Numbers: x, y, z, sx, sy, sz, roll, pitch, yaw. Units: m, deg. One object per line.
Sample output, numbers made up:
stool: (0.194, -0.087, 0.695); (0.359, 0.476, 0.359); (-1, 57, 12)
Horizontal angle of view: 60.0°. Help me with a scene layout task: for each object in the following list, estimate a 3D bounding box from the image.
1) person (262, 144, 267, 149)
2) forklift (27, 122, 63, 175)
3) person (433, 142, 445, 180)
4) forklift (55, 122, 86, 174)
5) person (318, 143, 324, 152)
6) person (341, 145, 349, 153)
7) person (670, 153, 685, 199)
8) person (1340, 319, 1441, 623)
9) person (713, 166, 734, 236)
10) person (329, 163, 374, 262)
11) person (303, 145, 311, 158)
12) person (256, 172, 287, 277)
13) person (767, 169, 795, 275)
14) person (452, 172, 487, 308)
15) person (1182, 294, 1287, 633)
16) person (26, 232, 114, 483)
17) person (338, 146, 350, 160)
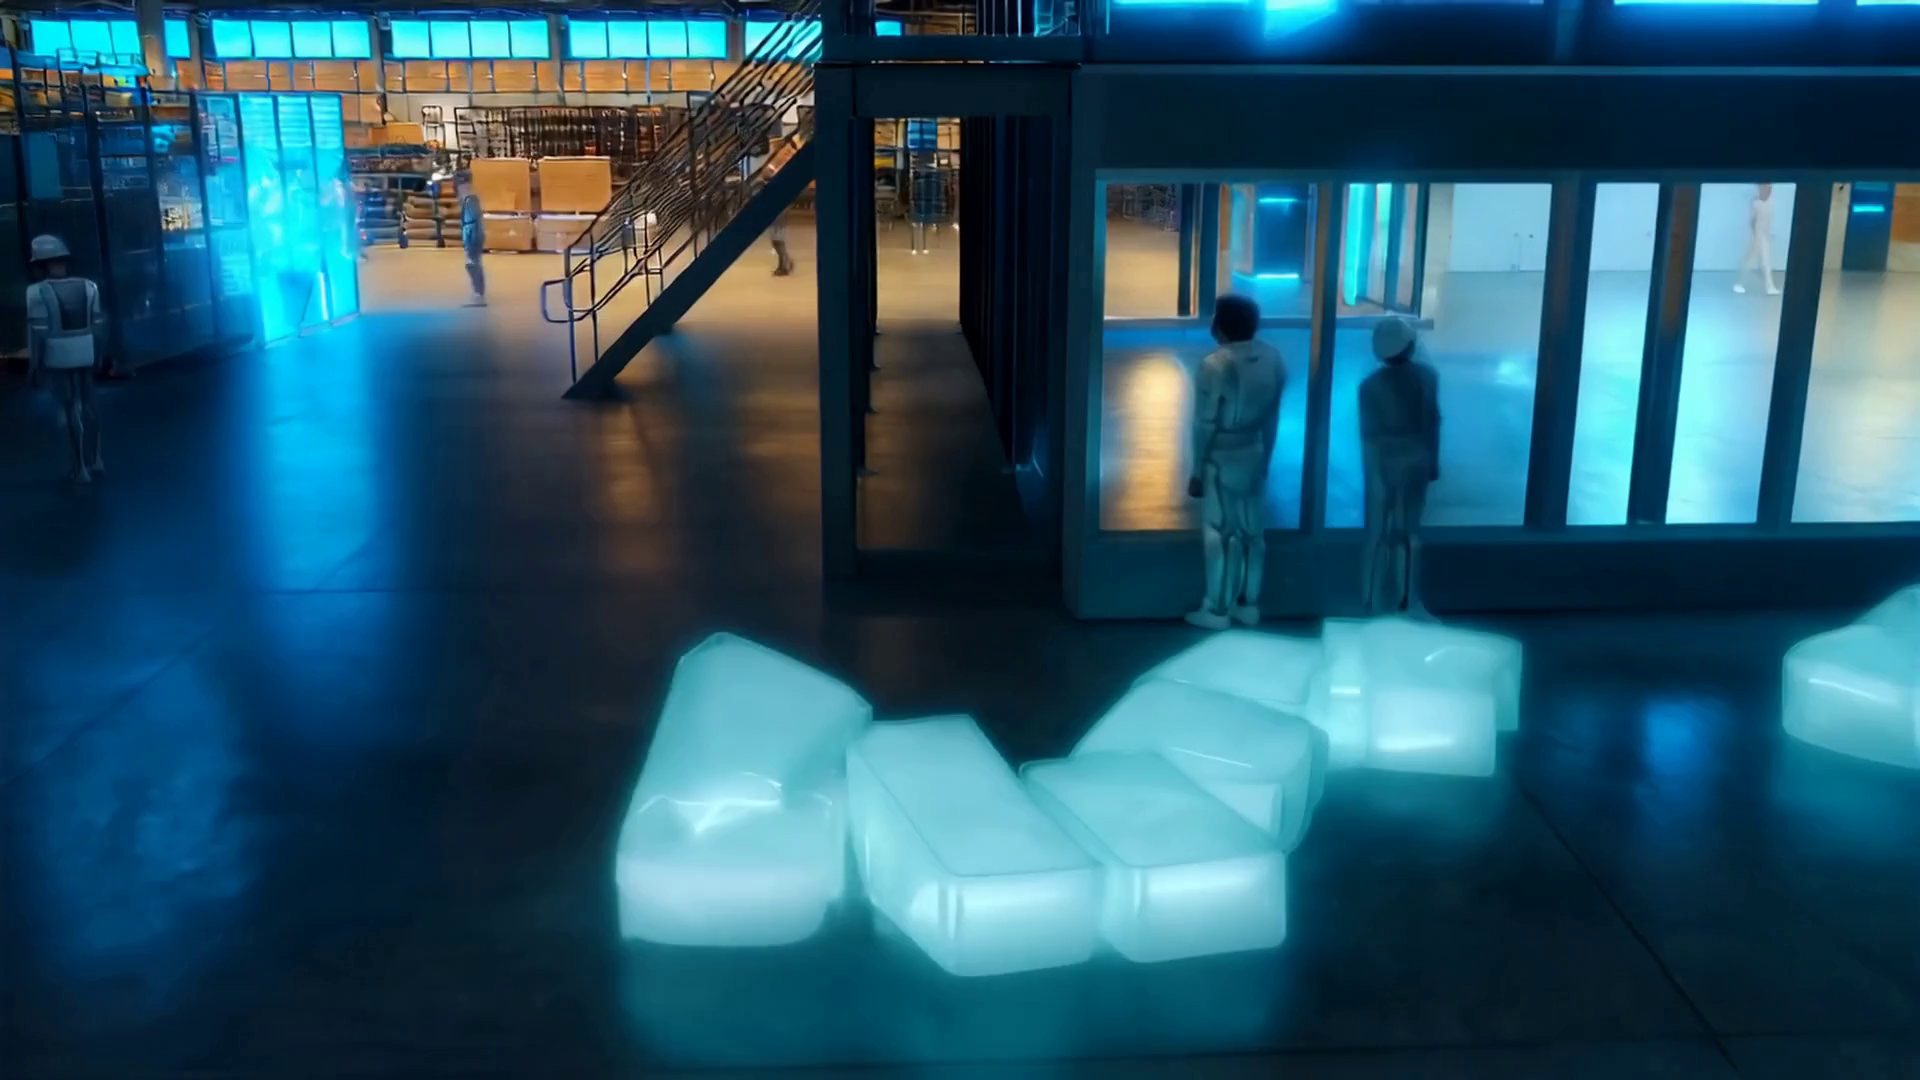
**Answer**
person: (-36.245, -19.824, 86.884); (0.636, 1.722, 0.512); (9, 16, 31)
forklift: (-35.376, -14.773, 64.377); (1.129, 2.768, 1.873); (-1, 14, -2)
person: (-24.593, -17.761, 78.336); (0.773, 1.879, 0.685); (13, 19, 43)
forklift: (-37.784, -16.320, 70.562); (1.129, 2.768, 1.873); (-1, 14, -2)
person: (-30.764, -18.232, 80.344); (0.641, 1.829, 0.575); (-2, 14, -9)
person: (-30.567, -18.748, 82.552); (0.330, 1.751, 0.564); (4, 15, 14)
person: (-8.890, -11.278, 52.473); (0.517, 1.864, 0.334); (-7, 16, -27)
person: (2.458, -0.379, 9.214); (0.646, 1.718, 0.324); (-7, 16, -26)
person: (-5.761, -8.392, 41.203); (0.884, 1.718, 0.555); (3, 14, 11)
person: (-12.278, -6.630, 33.534); (1.009, 2.000, 0.695); (5, 15, 18)
person: (-26.238, -14.972, 67.108); (0.660, 1.919, 0.637); (-5, 15, -19)
person: (-12.273, -5.618, 29.788); (0.814, 1.909, 0.654); (6, 15, 24)
person: (-3.326, -5.806, 30.476); (0.400, 1.923, 0.577); (-4, 15, -16)
person: (-7.446, -4.531, 25.179); (0.453, 2.036, 0.632); (-2, 14, -8)
person: (1.478, -0.417, 9.099); (0.633, 1.846, 0.429); (-12, 18, -39)
person: (-6.911, -1.400, 12.856); (0.391, 1.935, 0.549); (7, 16, 26)
person: (-27.491, -16.726, 74.404); (0.625, 1.793, 0.480); (7, 16, 26)
